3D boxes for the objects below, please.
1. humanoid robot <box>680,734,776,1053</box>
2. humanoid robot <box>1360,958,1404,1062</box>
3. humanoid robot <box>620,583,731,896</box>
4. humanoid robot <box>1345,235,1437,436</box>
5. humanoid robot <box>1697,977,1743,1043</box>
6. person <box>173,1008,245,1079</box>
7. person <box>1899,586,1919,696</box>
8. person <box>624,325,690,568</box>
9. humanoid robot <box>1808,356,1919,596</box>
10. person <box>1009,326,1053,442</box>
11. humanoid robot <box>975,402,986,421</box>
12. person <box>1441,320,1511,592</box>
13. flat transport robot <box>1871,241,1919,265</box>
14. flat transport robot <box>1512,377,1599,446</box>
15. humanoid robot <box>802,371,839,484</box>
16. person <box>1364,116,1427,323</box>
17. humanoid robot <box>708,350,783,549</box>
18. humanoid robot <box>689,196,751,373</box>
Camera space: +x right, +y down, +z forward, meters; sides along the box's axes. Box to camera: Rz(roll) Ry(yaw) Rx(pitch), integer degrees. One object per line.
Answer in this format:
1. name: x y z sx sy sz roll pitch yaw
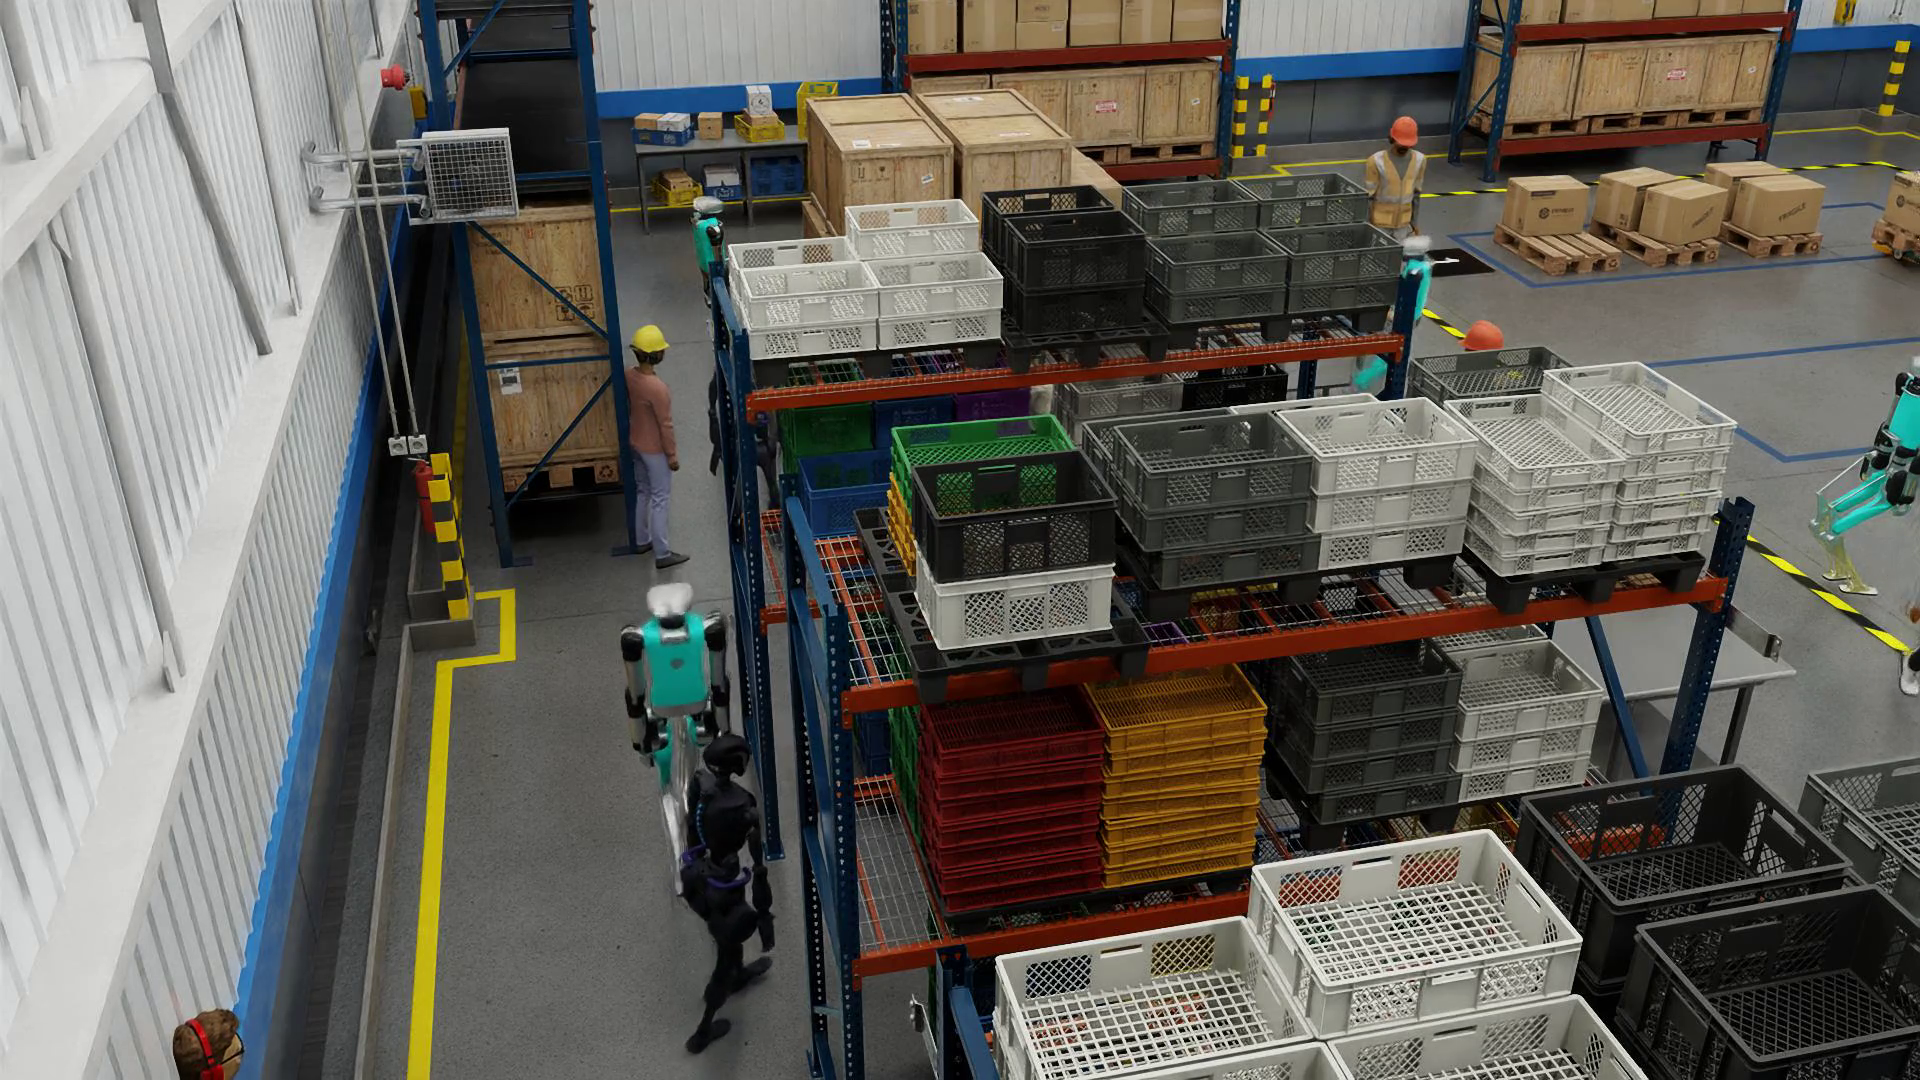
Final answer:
1. humanoid robot: -1.059 1.566 7.584 0.635 1.630 0.607 -23 35 -36
2. humanoid robot: 1.483 2.220 6.386 0.762 1.645 0.584 -22 35 -35
3. humanoid robot: -1.503 0.898 8.833 0.538 1.780 1.033 -7 29 -13
4. humanoid robot: 3.423 -1.654 13.513 0.715 1.718 0.532 11 30 20
5. humanoid robot: 2.957 2.068 6.607 0.363 1.643 0.590 -4 28 -7
6. person: -2.528 2.407 5.803 0.390 1.836 0.563 -19 33 -32
7. person: 5.936 0.314 9.808 0.630 1.807 0.898 -3 28 -5
8. person: -2.147 -0.666 11.716 0.344 1.761 0.528 -21 34 -34
9. humanoid robot: 6.067 -0.432 11.146 0.735 1.677 0.533 -1 28 -2
10. person: 0.440 -0.638 11.579 0.507 1.839 0.338 24 36 37
11. humanoid robot: -0.090 -0.130 10.749 0.853 1.786 0.535 -2 28 -4
12. person: 3.450 -0.566 11.332 0.354 1.938 0.544 23 35 36
13. flat transport robot: 10.544 -3.039 17.782 0.652 0.197 1.431 -6 28 -12
14. flat transport robot: 4.780 -1.036 14.013 0.659 0.231 1.431 -6 28 -12
15. humanoid robot: -0.820 -0.441 11.382 0.478 1.644 0.612 -5 28 -9
16. person: 4.142 -3.052 15.949 0.609 2.030 0.404 -6 28 -11
17. humanoid robot: -1.503 -0.697 11.848 0.589 1.650 0.334 -9 29 -16
18. humanoid robot: -1.942 -2.199 14.503 0.735 1.673 0.533 -15 31 -26
